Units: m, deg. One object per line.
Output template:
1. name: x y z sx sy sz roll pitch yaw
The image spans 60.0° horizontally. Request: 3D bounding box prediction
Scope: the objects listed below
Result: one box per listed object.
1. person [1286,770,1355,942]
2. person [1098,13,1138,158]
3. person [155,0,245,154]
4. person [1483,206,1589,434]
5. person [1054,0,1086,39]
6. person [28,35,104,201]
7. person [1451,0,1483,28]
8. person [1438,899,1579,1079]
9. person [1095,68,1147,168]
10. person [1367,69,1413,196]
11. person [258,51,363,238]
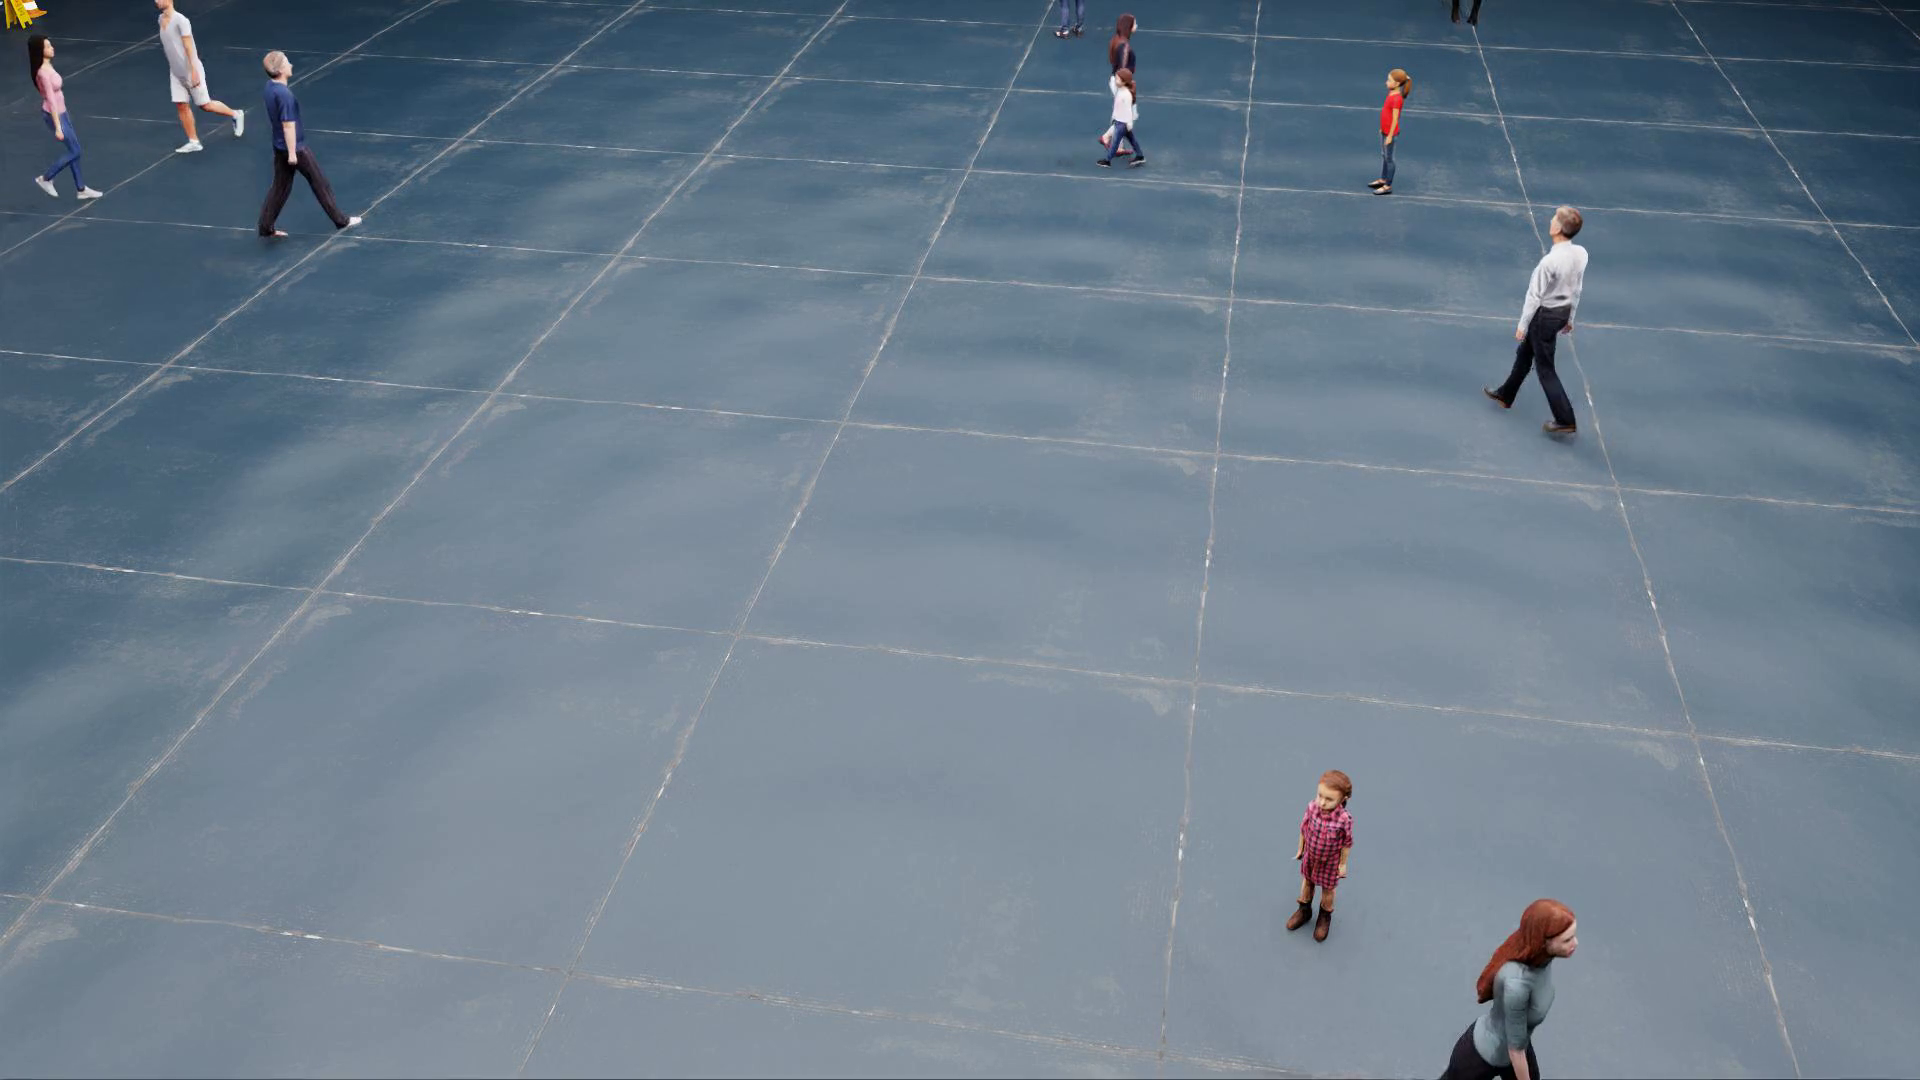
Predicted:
1. person: 1.858 1.587 8.467 0.471 1.021 0.553 21 38 29
2. person: 1.726 -4.987 18.352 0.757 1.594 0.703 -4 32 -6
3. person: -8.563 -5.280 18.590 1.136 1.834 1.029 17 36 25
4. person: 4.621 -1.666 12.915 1.160 1.779 1.234 -21 38 -30
5. person: 1.512 -7.769 22.509 0.676 1.865 0.771 -14 35 -21
6. person: -9.418 -4.352 17.215 0.914 1.733 0.799 -11 34 -17
7. person: 7.043 -8.103 23.068 0.812 1.832 0.826 -4 33 -7
8. person: 2.151 2.137 6.970 1.259 1.689 0.991 24 40 33
9. person: 1.855 -4.618 18.248 0.847 1.081 0.597 -4 32 -7
10. person: 4.551 -4.320 17.561 0.528 1.311 0.514 1 32 2
11. person: -6.622 -3.785 16.241 1.238 1.813 1.228 -24 39 -33
